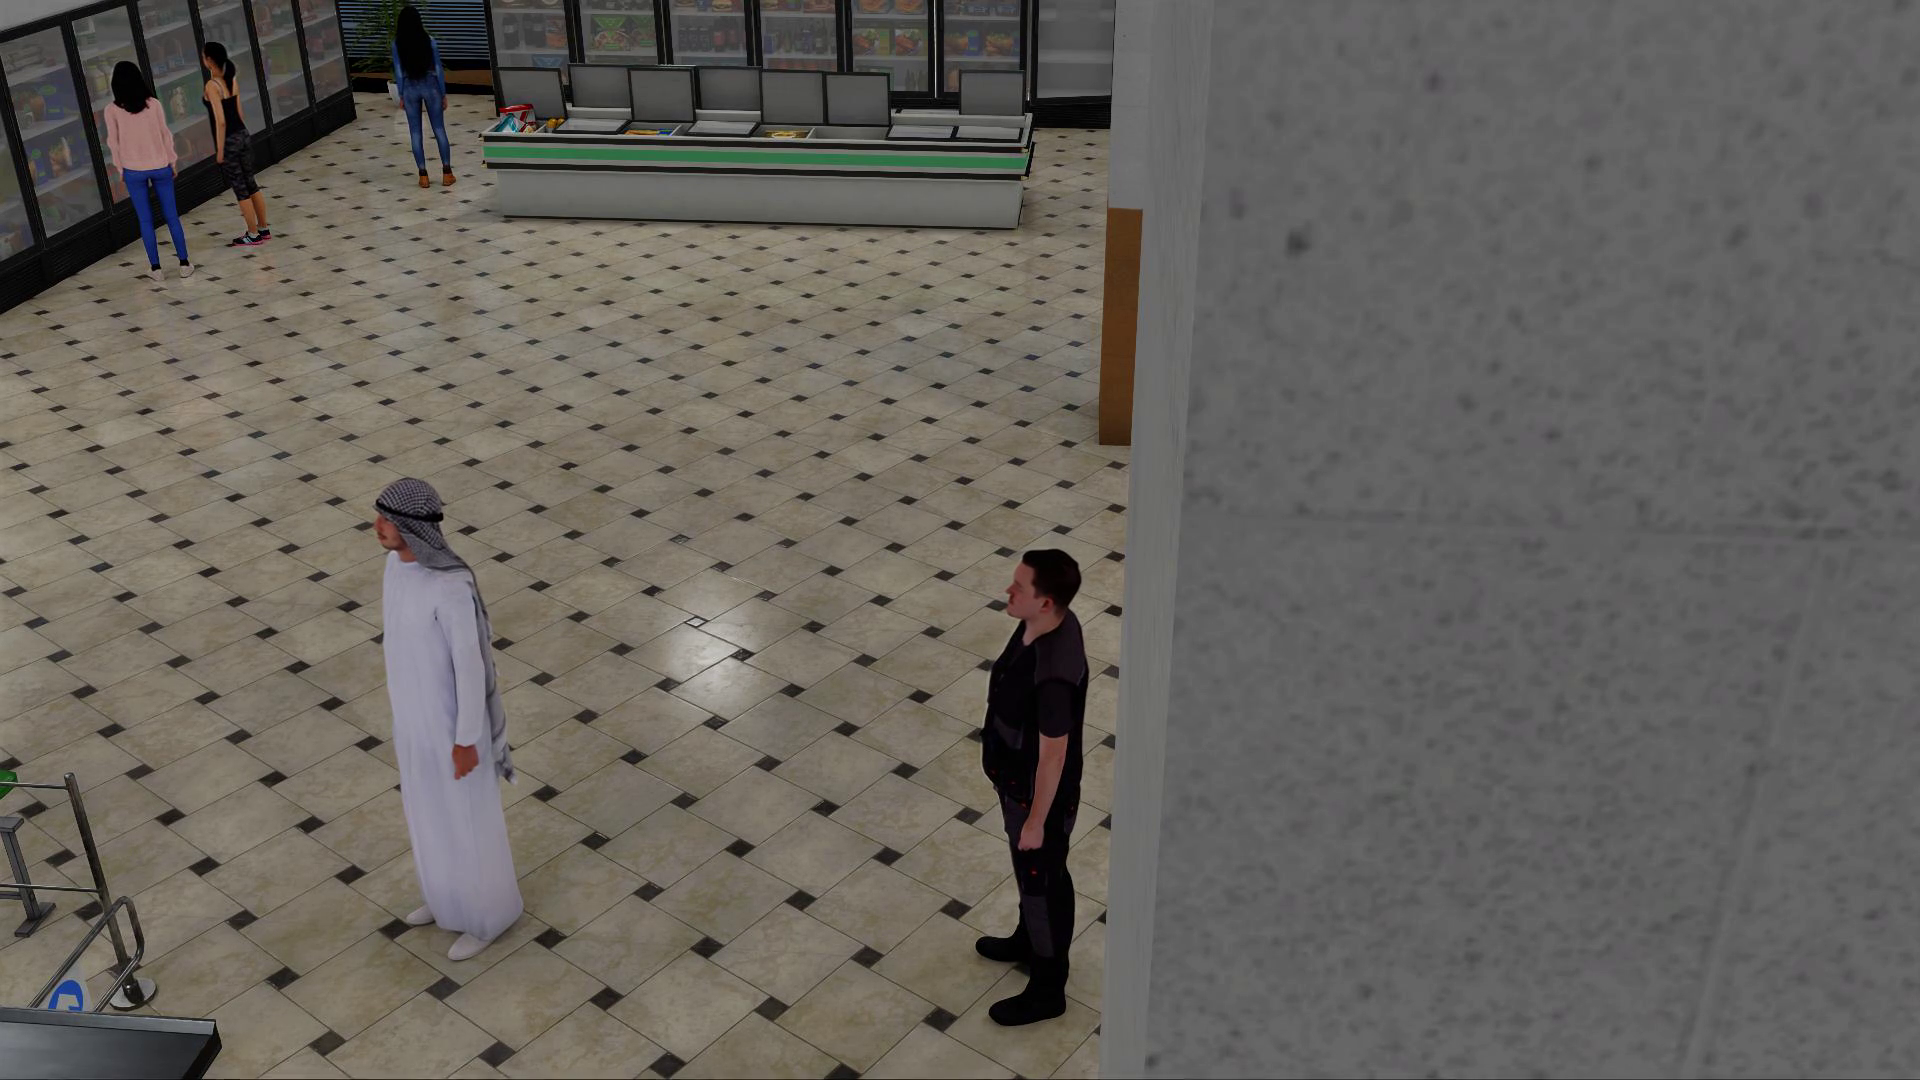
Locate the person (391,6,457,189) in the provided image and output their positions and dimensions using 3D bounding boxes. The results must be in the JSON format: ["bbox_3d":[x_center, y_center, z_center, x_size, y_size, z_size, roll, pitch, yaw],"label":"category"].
[{"bbox_3d":[-5.218,-4.296,16.138,0.569,1.712,0.725,-6,28,-12],"label":"person"}]

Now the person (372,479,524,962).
[{"bbox_3d":[-1.914,0.652,6.144,0.782,1.927,0.858,23,35,38],"label":"person"}]

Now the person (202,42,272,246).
[{"bbox_3d":[-6.296,-3.431,14.414,0.542,1.728,0.583,4,27,8],"label":"person"}]

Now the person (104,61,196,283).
[{"bbox_3d":[-6.593,-2.989,13.498,0.675,1.770,0.784,-14,30,-25],"label":"person"}]

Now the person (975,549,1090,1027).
[{"bbox_3d":[0.271,0.853,5.838,0.654,1.846,0.747,-3,27,-5],"label":"person"}]
